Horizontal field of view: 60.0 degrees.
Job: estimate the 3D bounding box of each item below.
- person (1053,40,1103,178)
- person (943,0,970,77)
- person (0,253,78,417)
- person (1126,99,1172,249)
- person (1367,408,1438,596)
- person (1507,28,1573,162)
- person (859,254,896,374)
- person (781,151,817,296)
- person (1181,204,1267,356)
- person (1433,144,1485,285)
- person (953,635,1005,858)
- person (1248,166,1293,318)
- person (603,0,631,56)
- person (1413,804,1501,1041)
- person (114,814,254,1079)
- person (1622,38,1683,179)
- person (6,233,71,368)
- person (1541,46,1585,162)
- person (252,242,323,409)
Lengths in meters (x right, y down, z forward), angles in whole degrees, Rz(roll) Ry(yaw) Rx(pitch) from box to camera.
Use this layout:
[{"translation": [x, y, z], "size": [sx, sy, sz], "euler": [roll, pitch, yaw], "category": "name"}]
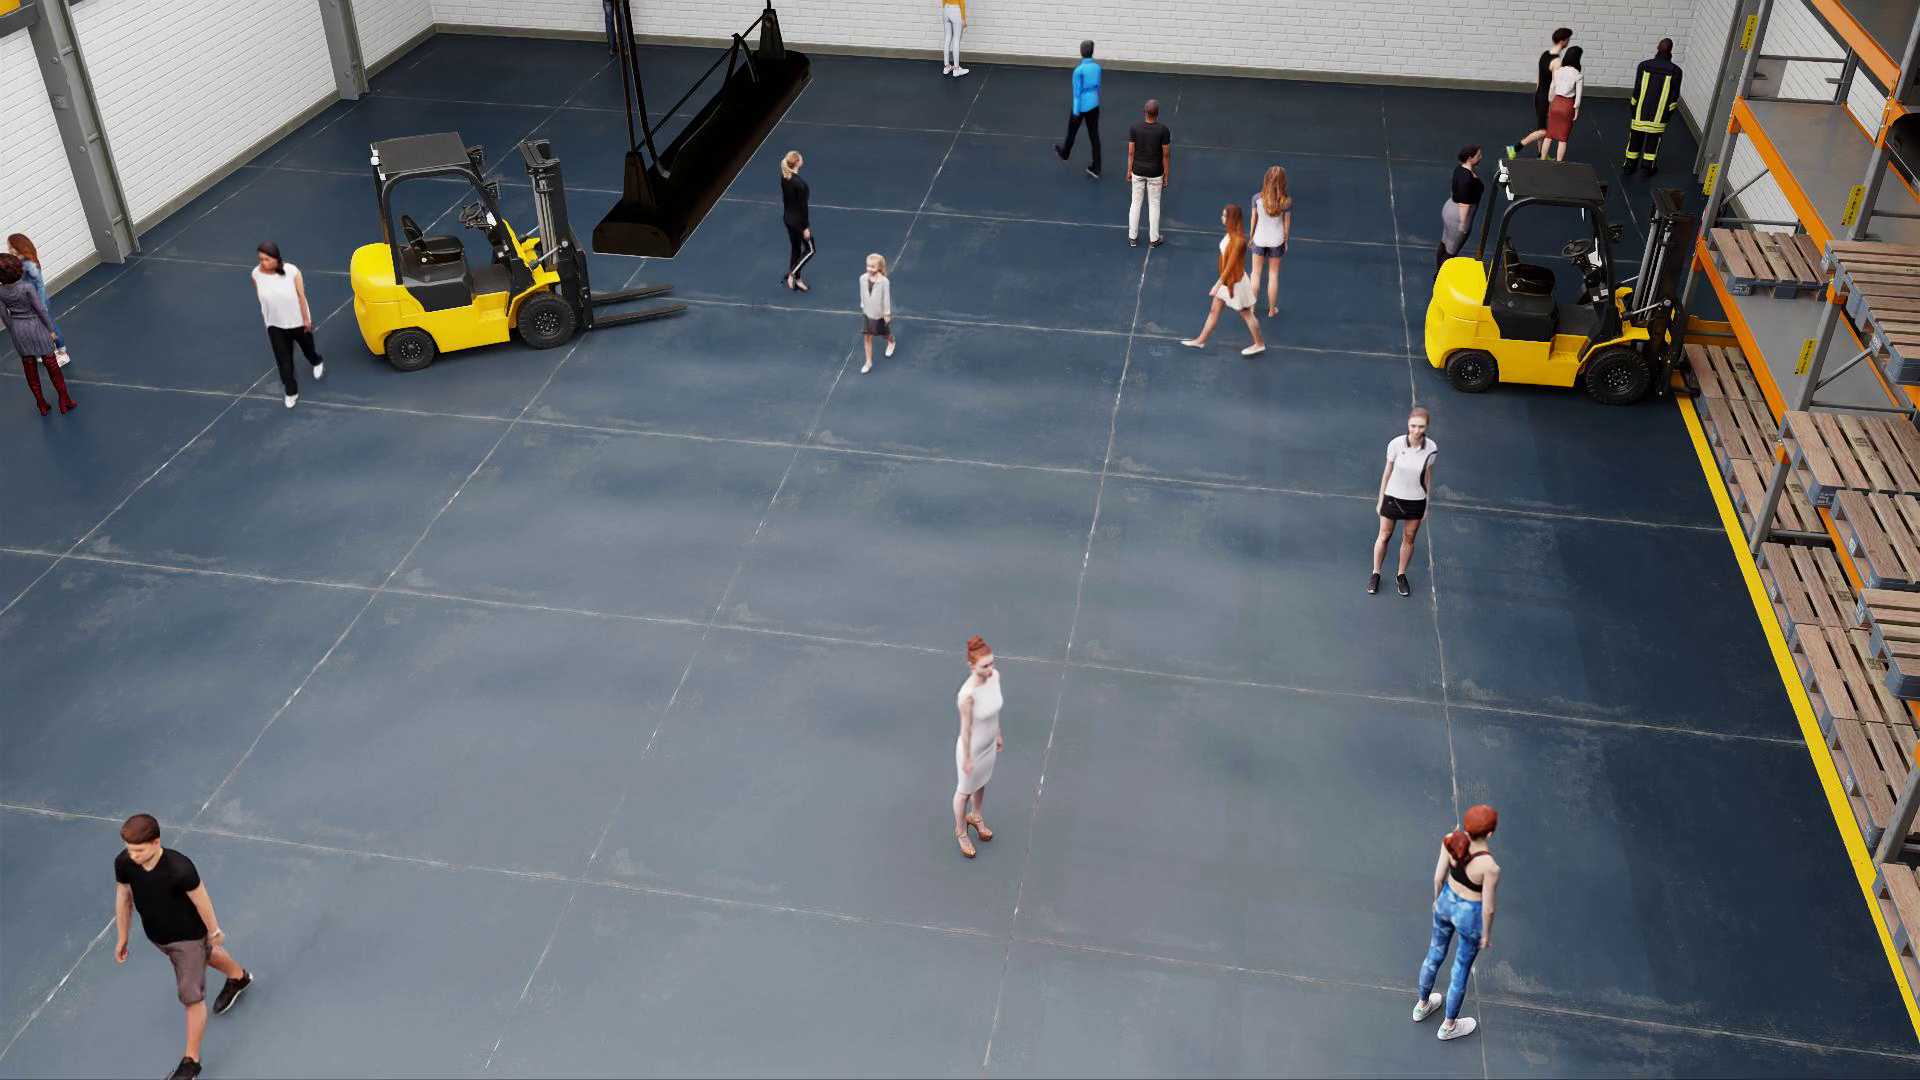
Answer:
[{"translation": [1.713, -5.625, 21.865], "size": [1.122, 1.745, 1.220], "euler": [-19, 38, -26], "category": "person"}, {"translation": [-0.107, -8.013, 25.453], "size": [0.680, 1.749, 0.705], "euler": [28, 43, 36], "category": "person"}, {"translation": [-9.223, -2.039, 16.501], "size": [0.635, 1.710, 0.609], "euler": [-4, 34, -6], "category": "person"}, {"translation": [2.248, -4.401, 19.970], "size": [0.686, 1.804, 0.602], "euler": [8, 35, 13], "category": "person"}, {"translation": [3.713, -0.327, 13.890], "size": [0.580, 1.751, 0.542], "euler": [4, 34, 6], "category": "person"}, {"translation": [7.722, -5.813, 22.032], "size": [0.950, 1.874, 1.074], "euler": [-5, 34, -8], "category": "person"}, {"translation": [-0.861, -2.426, 17.493], "size": [0.621, 1.257, 0.886], "euler": [13, 36, 18], "category": "person"}, {"translation": [-1.902, -3.537, 18.766], "size": [0.837, 1.698, 0.783], "euler": [-25, 41, -32], "category": "person"}, {"translation": [2.983, -2.693, 17.523], "size": [0.874, 1.667, 1.125], "euler": [-3, 34, -5], "category": "person"}, {"translation": [5.634, -3.647, 18.876], "size": [0.726, 1.759, 0.567], "euler": [3, 34, 5], "category": "person"}, {"translation": [0.119, 1.398, 11.257], "size": [0.698, 1.791, 0.581], "euler": [23, 40, 31], "category": "person"}, {"translation": [3.405, -3.289, 18.361], "size": [0.598, 1.733, 0.551], "euler": [8, 34, 12], "category": "person"}, {"translation": [-5.493, -8.636, 26.296], "size": [0.679, 1.854, 0.601], "euler": [10, 35, 14], "category": "person"}, {"translation": [2.989, 2.271, 9.950], "size": [0.746, 1.784, 0.687], "euler": [-21, 39, -29], "category": "person"}, {"translation": [-4.609, 2.269, 9.927], "size": [0.773, 1.813, 1.231], "euler": [9, 35, 14], "category": "person"}, {"translation": [9.129, -5.712, 21.926], "size": [0.842, 1.822, 0.820], "euler": [19, 38, 27], "category": "person"}, {"translation": [-9.683, -2.532, 17.453], "size": [0.640, 1.478, 0.652], "euler": [25, 41, 33], "category": "person"}, {"translation": [7.909, -5.613, 21.842], "size": [0.673, 1.751, 0.690], "euler": [28, 43, 35], "category": "person"}, {"translation": [-6.790, -2.255, 16.871], "size": [0.841, 1.661, 1.122], "euler": [-4, 34, -6], "category": "person"}]
